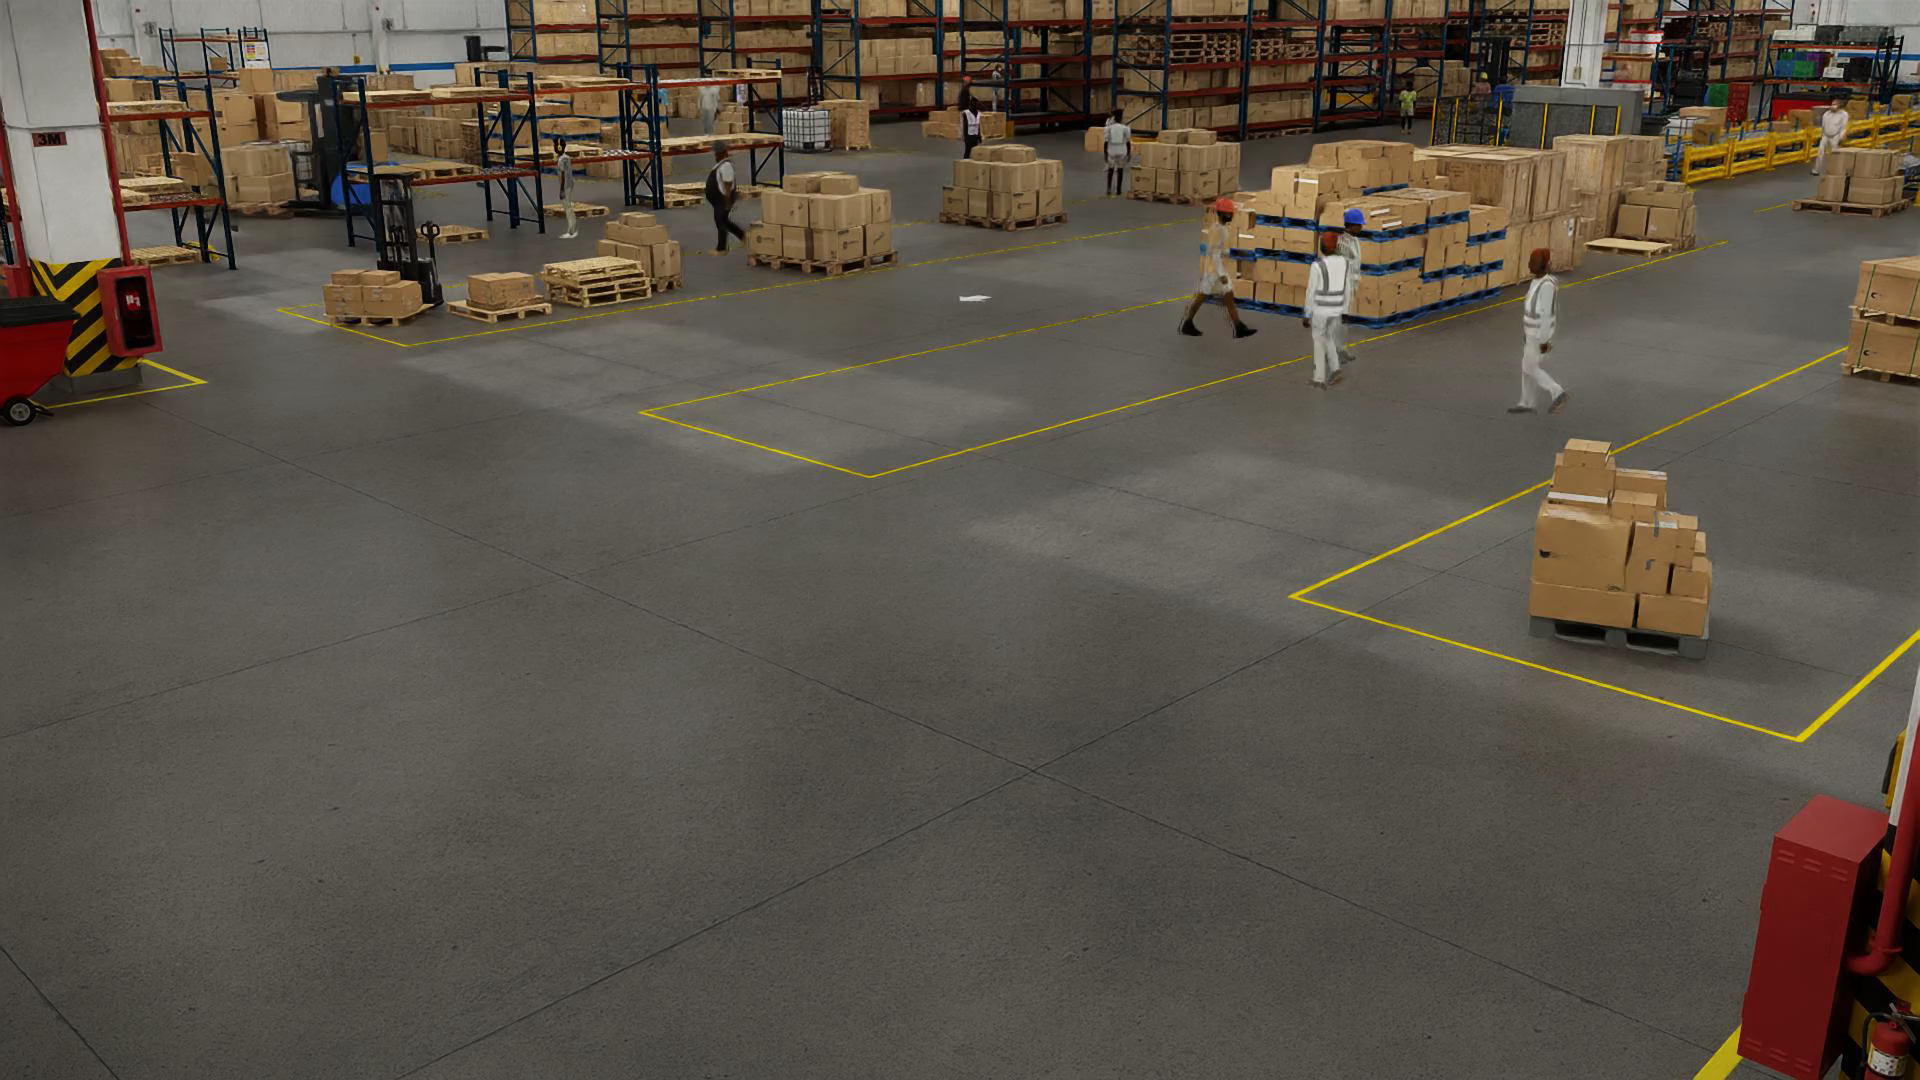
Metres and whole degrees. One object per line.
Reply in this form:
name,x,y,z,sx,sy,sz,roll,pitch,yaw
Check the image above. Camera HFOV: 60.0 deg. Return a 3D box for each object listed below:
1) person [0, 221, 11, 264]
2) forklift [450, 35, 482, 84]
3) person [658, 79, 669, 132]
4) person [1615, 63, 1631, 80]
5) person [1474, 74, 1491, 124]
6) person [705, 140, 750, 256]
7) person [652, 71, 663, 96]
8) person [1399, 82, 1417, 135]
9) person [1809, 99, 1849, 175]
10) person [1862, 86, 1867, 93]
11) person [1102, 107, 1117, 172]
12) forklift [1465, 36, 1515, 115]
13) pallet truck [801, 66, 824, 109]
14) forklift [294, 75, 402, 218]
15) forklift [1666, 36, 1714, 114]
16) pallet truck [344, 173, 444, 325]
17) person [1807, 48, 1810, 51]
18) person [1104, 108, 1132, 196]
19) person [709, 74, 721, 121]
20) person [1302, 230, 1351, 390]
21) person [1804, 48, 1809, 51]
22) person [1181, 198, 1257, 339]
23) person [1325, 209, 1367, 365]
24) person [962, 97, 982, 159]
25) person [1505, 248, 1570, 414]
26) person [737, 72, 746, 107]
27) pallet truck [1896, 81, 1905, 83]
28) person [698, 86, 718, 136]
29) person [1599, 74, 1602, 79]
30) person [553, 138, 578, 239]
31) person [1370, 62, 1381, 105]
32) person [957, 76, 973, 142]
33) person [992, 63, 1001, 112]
person,-16.495,-5.667,28.402,0.562,1.894,0.581,-5,19,-14
forklift,-18.327,-17.607,62.830,1.873,2.768,1.129,-11,21,-29
person,-9.725,-14.193,54.393,0.318,1.697,0.535,5,19,14
person,24.674,-16.846,62.080,0.532,1.889,0.670,-14,23,-35
person,18.113,-15.278,57.629,0.543,1.713,0.931,1,18,2
person,-4.124,-6.047,29.312,0.736,2.000,0.695,-6,19,-17
person,-11.326,-16.719,62.153,0.504,1.603,0.836,13,22,34
person,14.398,-13.895,53.560,0.551,1.654,0.873,5,19,13
person,21.840,-10.084,41.746,0.919,1.870,0.651,-16,24,-39
person,36.461,-18.450,67.066,0.600,1.804,0.826,-15,24,-38
person,3.879,-10.275,42.677,0.307,1.641,0.515,-7,20,-20
forklift,19.973,-17.201,61.605,1.873,2.768,1.129,16,24,40
pallet truck,-4.812,-15.182,56.903,0.823,1.965,1.885,-9,21,-26
forklift,-12.680,-8.089,34.151,1.873,2.768,1.129,2,18,5
forklift,27.341,-17.291,61.877,1.129,2.768,1.873,17,25,41
pallet truck,-8.209,-4.181,23.757,0.823,1.965,1.885,3,19,9
person,42.311,-23.746,82.818,0.650,1.922,0.902,0,18,0
person,3.578,-8.785,37.696,0.624,1.949,0.407,4,19,12
person,-8.562,-15.348,57.885,0.410,1.684,0.548,12,22,32
person,4.255,-2.666,19.387,0.609,1.873,0.406,-10,21,-27
person,42.411,-23.862,83.485,0.574,1.732,0.574,-17,25,-41
person,3.478,-3.638,22.317,1.053,1.884,0.551,10,21,27
person,4.828,-3.168,20.807,0.417,1.939,0.602,10,21,28
person,0.299,-10.212,42.061,0.390,1.914,0.587,17,25,42
person,6.371,-2.256,18.167,0.543,1.873,0.589,3,19,8
person,-7.242,-14.644,55.402,0.388,1.930,0.540,-6,19,-18
pallet truck,34.802,-16.331,61.455,0.653,1.274,1.630,17,25,41
person,-7.864,-13.376,51.632,0.800,1.912,0.348,5,19,14
person,20.190,-13.662,52.337,1.046,1.996,0.605,-15,23,-38
person,-7.435,-6.613,31.313,0.329,1.861,0.499,-1,18,-4
person,15.717,-16.922,62.315,0.986,1.893,0.555,13,22,34
person,0.247,-13.216,51.034,0.736,1.959,0.634,-2,19,-7
person,1.340,-16.360,60.554,0.372,1.934,0.627,3,19,8
